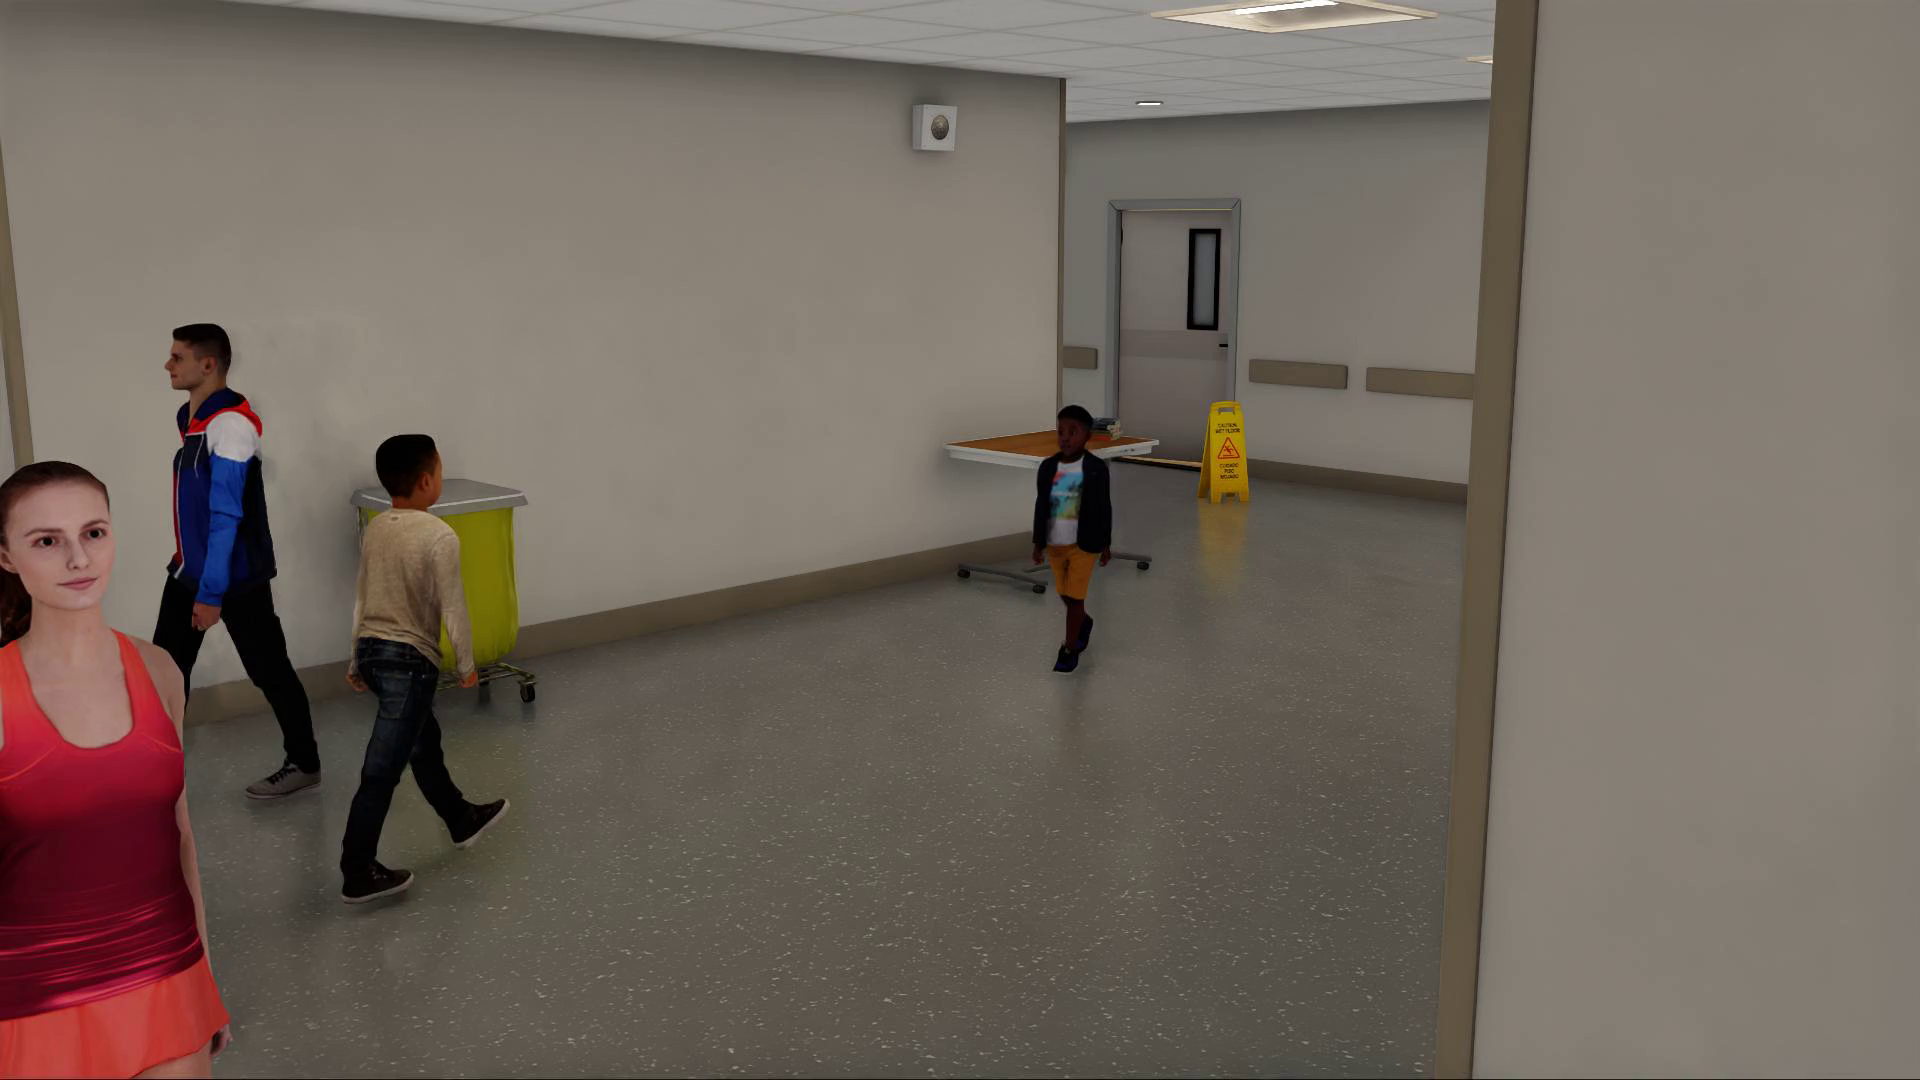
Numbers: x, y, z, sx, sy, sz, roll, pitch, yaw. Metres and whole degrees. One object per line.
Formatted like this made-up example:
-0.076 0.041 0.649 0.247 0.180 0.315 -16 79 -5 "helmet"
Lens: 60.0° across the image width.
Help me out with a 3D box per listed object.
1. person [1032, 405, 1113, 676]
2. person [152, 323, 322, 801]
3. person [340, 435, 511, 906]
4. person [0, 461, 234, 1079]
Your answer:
0.559 -0.017 7.953 0.878 1.253 0.798 5 12 23 "person"
-2.552 0.117 5.981 0.730 1.726 0.981 -10 15 -42 "person"
-1.790 0.425 5.161 0.918 1.427 0.712 7 13 33 "person"
-1.378 0.735 2.650 0.574 1.754 0.585 9 14 38 "person"
